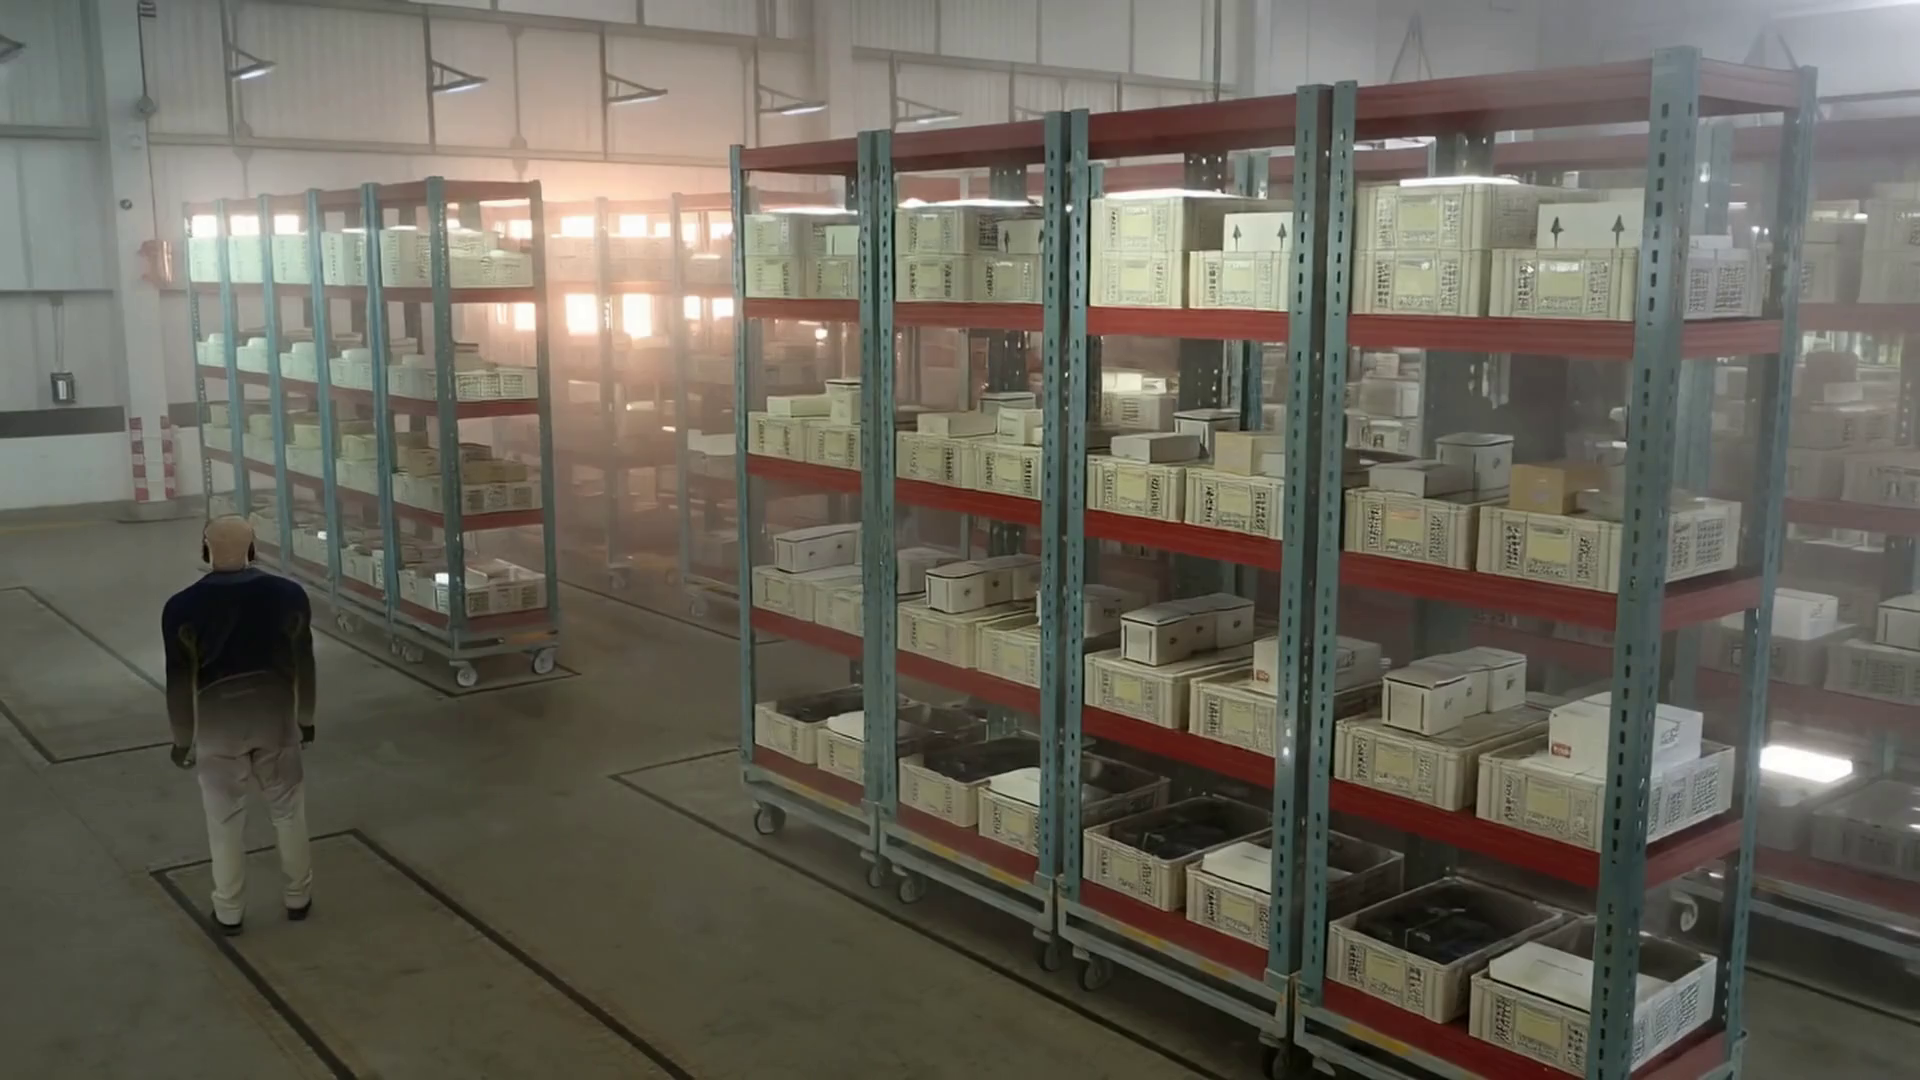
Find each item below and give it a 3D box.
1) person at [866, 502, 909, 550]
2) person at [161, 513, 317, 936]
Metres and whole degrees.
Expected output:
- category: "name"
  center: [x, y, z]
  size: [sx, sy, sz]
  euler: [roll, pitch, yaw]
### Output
- category: "person"
  center: [-0.579, -0.168, 13.451]
  size: [0.618, 1.946, 1.038]
  euler: [7, 12, 38]
- category: "person"
  center: [-3.247, 0.826, 7.532]
  size: [0.639, 1.909, 0.406]
  euler: [-6, 11, -34]
